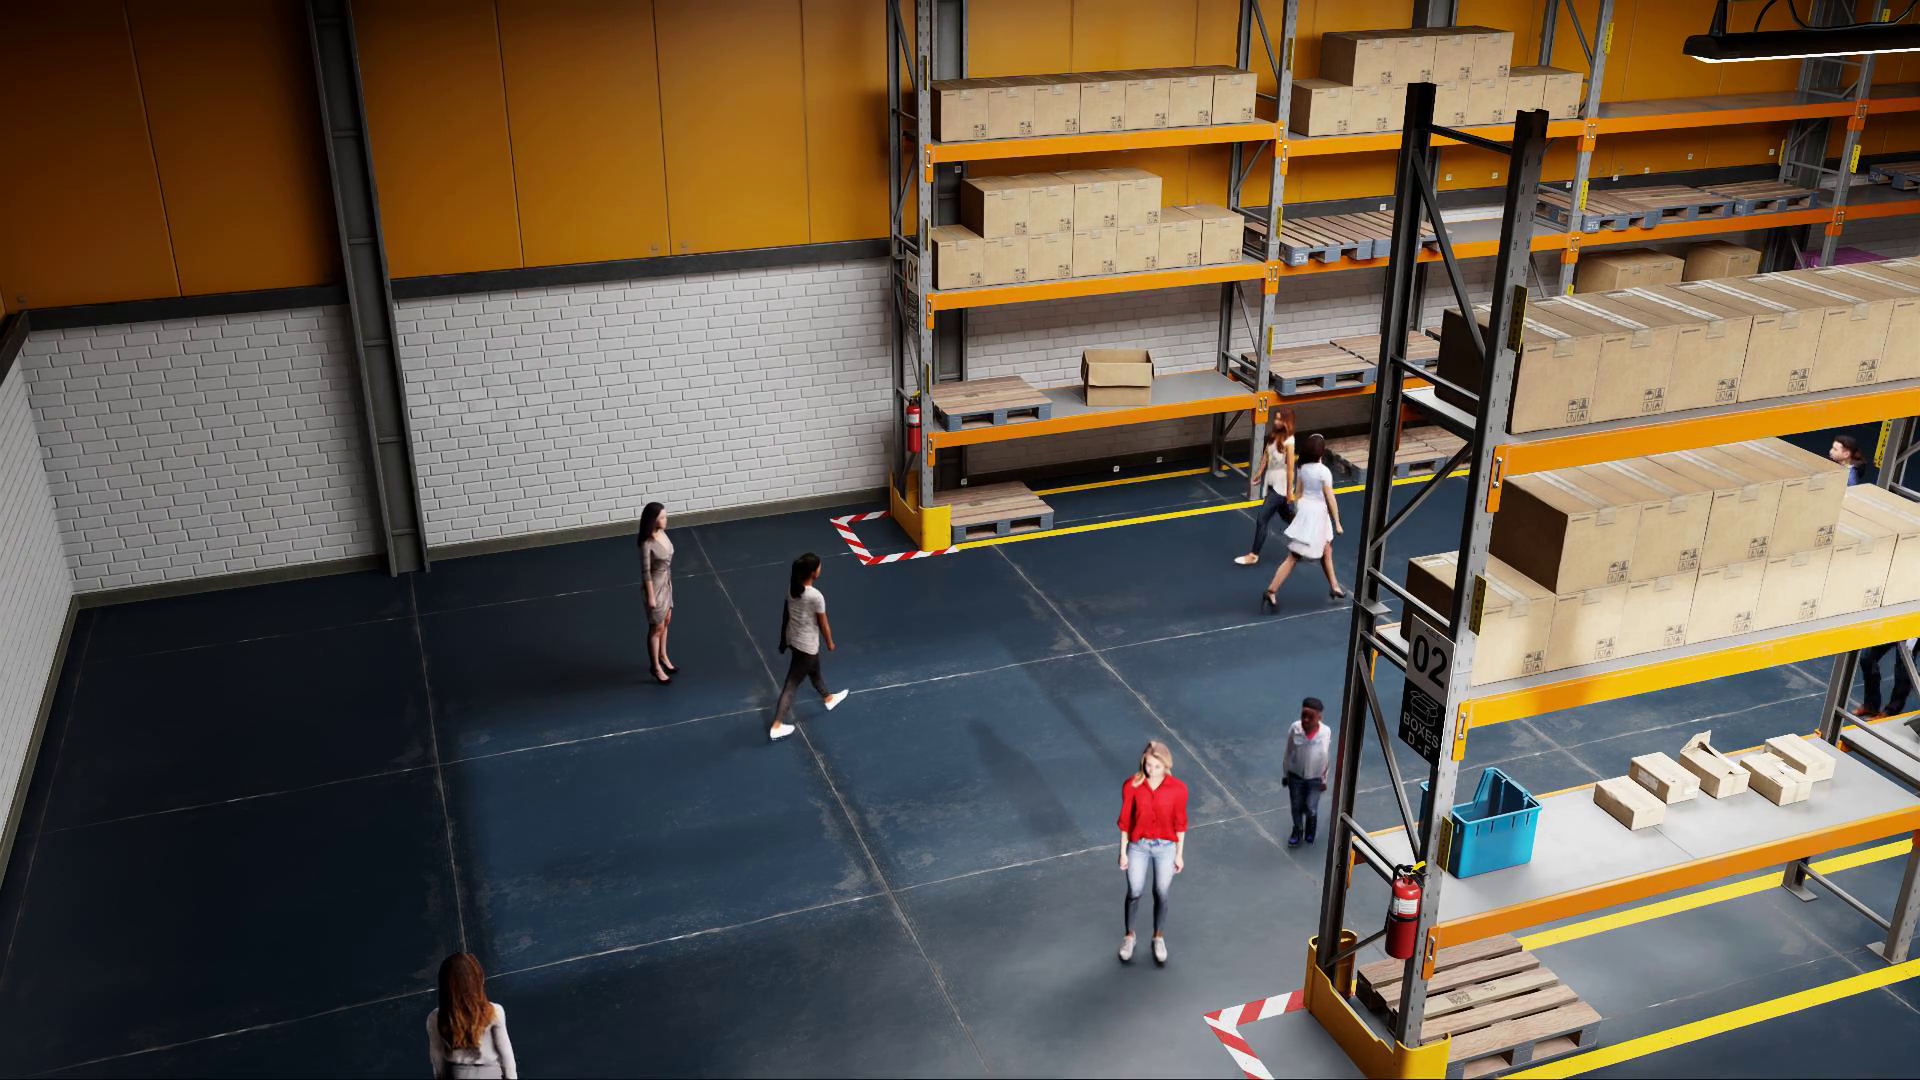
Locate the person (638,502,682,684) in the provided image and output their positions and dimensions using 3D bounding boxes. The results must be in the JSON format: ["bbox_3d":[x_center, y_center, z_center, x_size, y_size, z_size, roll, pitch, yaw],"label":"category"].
[{"bbox_3d":[-2.728,0.458,14.963,0.663,1.744,0.651,4,24,10],"label":"person"}]

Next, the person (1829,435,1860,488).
[{"bbox_3d":[8.589,-0.118,16.217,1.227,1.796,0.964,2,24,5],"label":"person"}]

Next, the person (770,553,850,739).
[{"bbox_3d":[-1.404,0.939,14.060,1.171,1.586,0.816,-19,30,-36],"label":"person"}]

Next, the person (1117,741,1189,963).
[{"bbox_3d":[1.300,2.094,11.270,0.603,1.705,0.752,2,24,4],"label":"person"}]

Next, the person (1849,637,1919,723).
[{"bbox_3d":[8.095,0.792,14.158,0.736,1.778,0.724,-4,24,-9],"label":"person"}]

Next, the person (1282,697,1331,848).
[{"bbox_3d":[2.654,1.739,12.651,0.604,1.250,0.663,11,26,24],"label":"person"}]

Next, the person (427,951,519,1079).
[{"bbox_3d":[-2.612,3.052,9.022,0.663,1.750,0.728,-5,24,-10],"label":"person"}]

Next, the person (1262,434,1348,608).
[{"bbox_3d":[3.346,-0.109,16.257,1.175,1.747,0.656,-9,25,-20],"label":"person"}]

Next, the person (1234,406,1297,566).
[{"bbox_3d":[3.404,-0.547,17.261,1.167,1.746,0.748,-3,24,-7],"label":"person"}]
